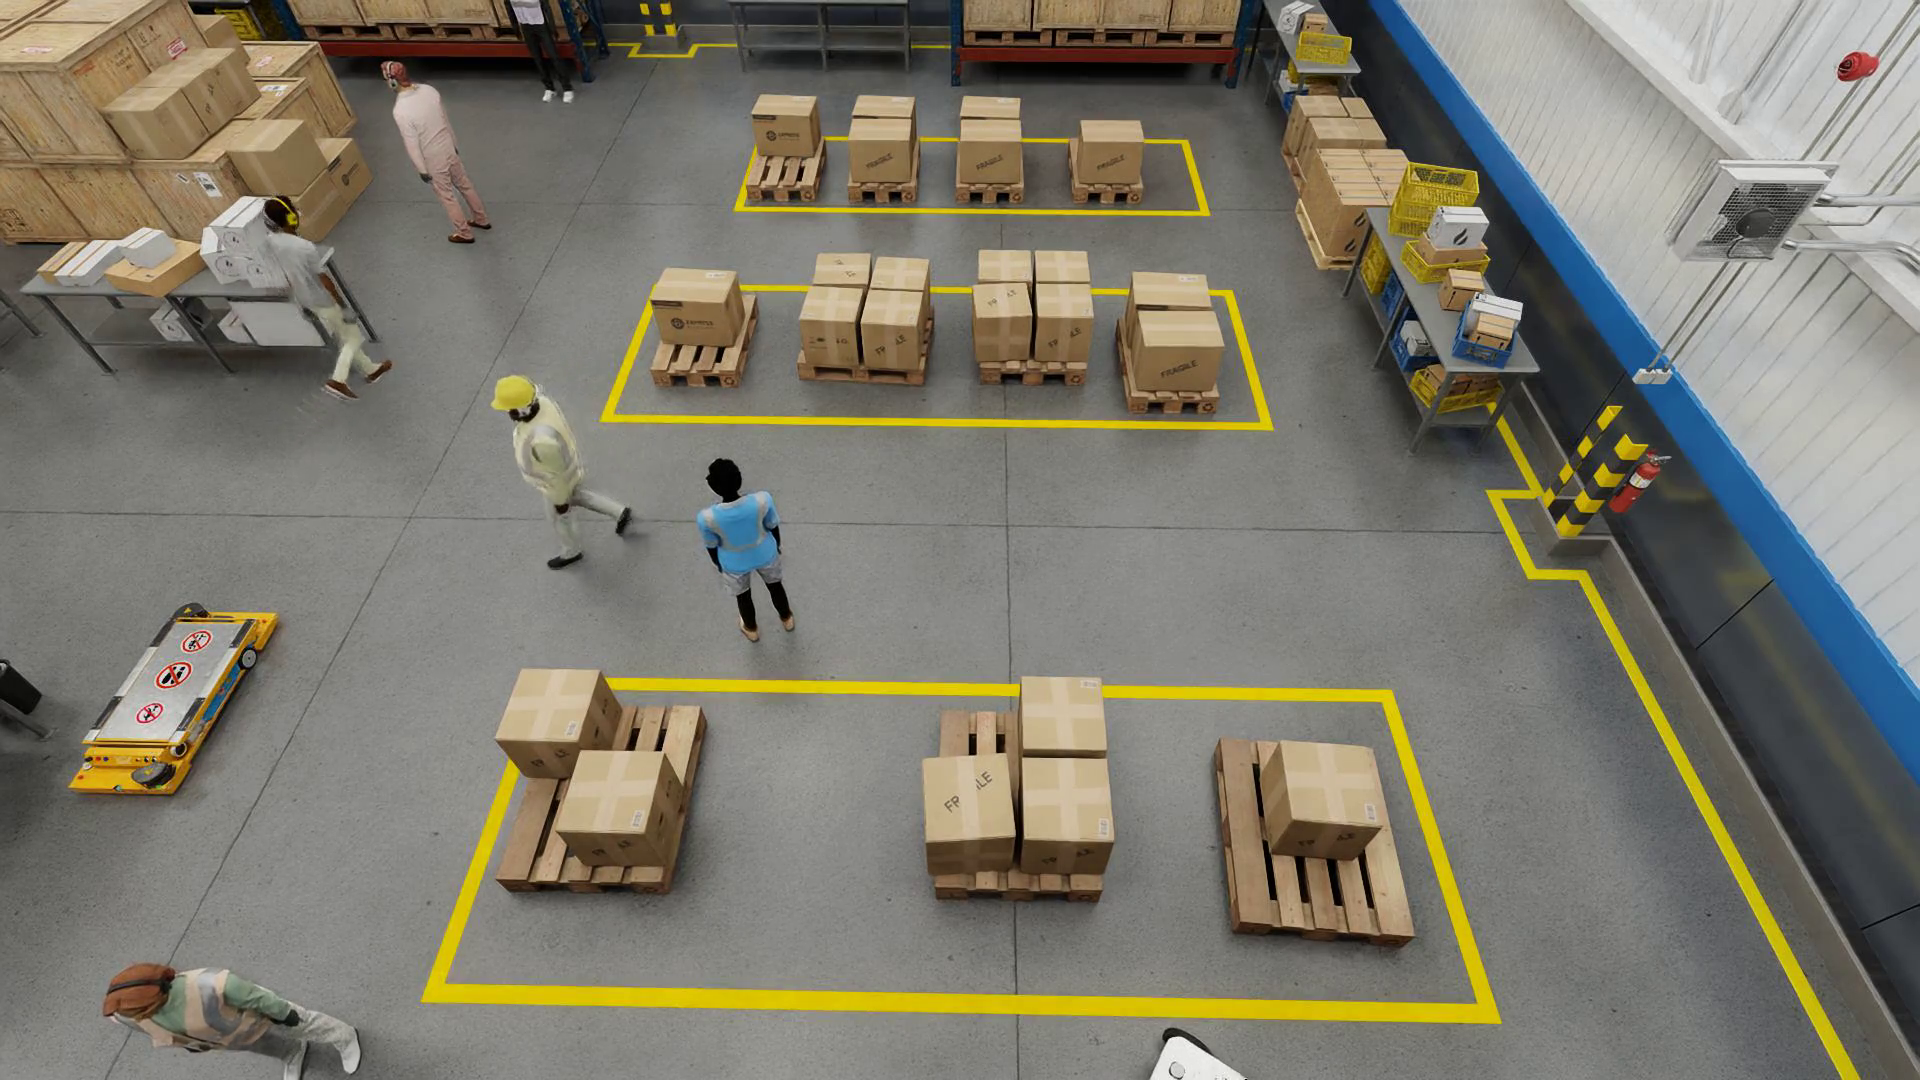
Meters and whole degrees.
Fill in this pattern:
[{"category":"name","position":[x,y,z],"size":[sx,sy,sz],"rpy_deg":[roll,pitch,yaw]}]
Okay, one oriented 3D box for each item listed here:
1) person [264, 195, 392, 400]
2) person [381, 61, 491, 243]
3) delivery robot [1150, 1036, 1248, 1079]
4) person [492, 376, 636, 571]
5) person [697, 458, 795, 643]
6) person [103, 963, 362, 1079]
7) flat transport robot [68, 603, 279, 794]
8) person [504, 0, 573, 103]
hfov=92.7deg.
[{"category":"person","position":[-5.664,-2.054,8.075],"size":[0.538,1.837,0.671],"rpy_deg":[12,51,10]},{"category":"person","position":[-5.600,-4.102,9.764],"size":[0.397,1.899,0.648],"rpy_deg":[12,51,10]},{"category":"delivery robot","position":[1.327,2.882,4.666],"size":[0.707,0.478,0.477],"rpy_deg":[26,55,20]},{"category":"person","position":[-2.962,-0.513,6.785],"size":[0.742,1.807,0.606],"rpy_deg":[-17,52,-14]},{"category":"person","position":[-1.468,0.100,6.341],"size":[0.534,1.695,0.320],"rpy_deg":[-18,52,-15]},{"category":"person","position":[-3.522,2.357,4.470],"size":[0.518,1.632,0.317],"rpy_deg":[-12,51,-10]},{"category":"flat transport robot","position":[-5.504,1.072,6.442],"size":[0.652,0.197,1.431],"rpy_deg":[1,50,1]},{"category":"person","position":[-5.583,-6.759,12.007],"size":[0.596,1.908,0.405],"rpy_deg":[3,50,3]}]
